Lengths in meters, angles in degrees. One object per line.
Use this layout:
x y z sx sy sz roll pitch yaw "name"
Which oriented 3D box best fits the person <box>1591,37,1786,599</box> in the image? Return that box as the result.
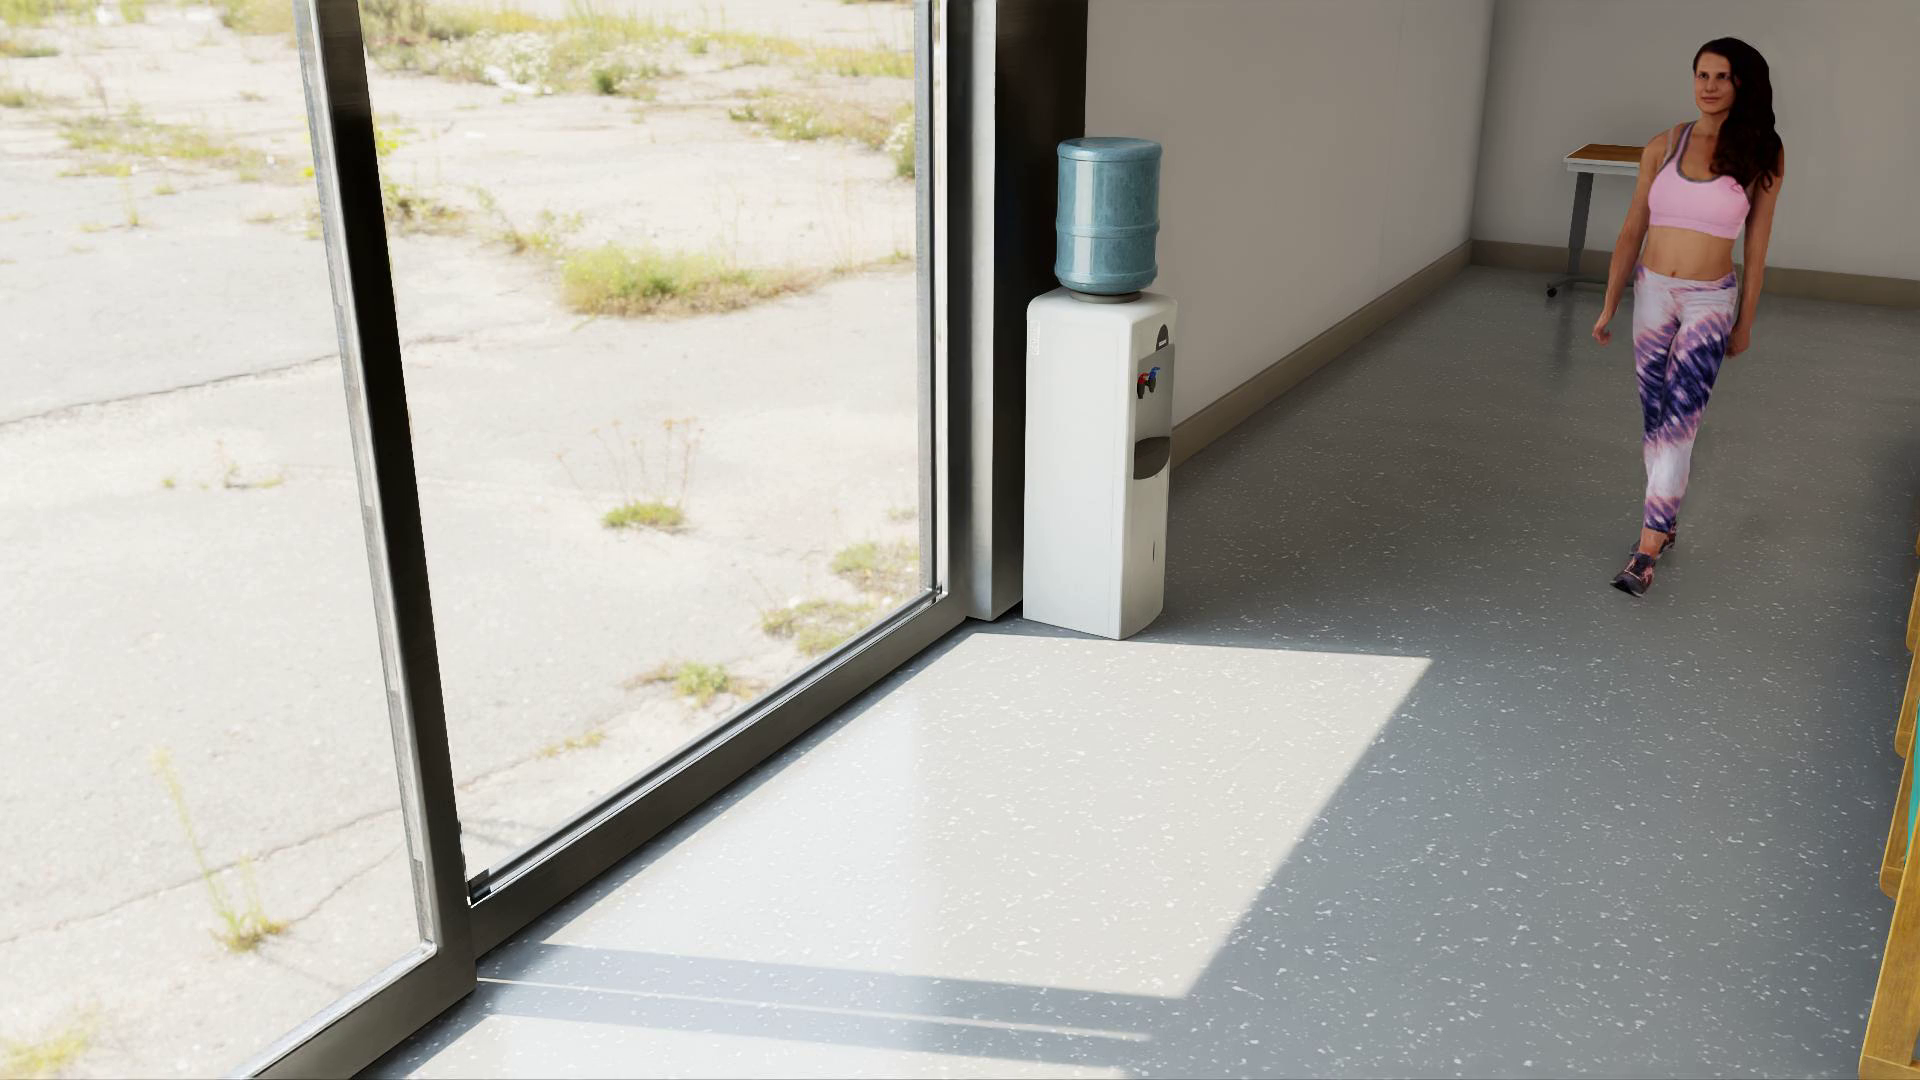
2.388 -0.726 5.460 1.009 1.734 0.768 17 27 38 "person"
